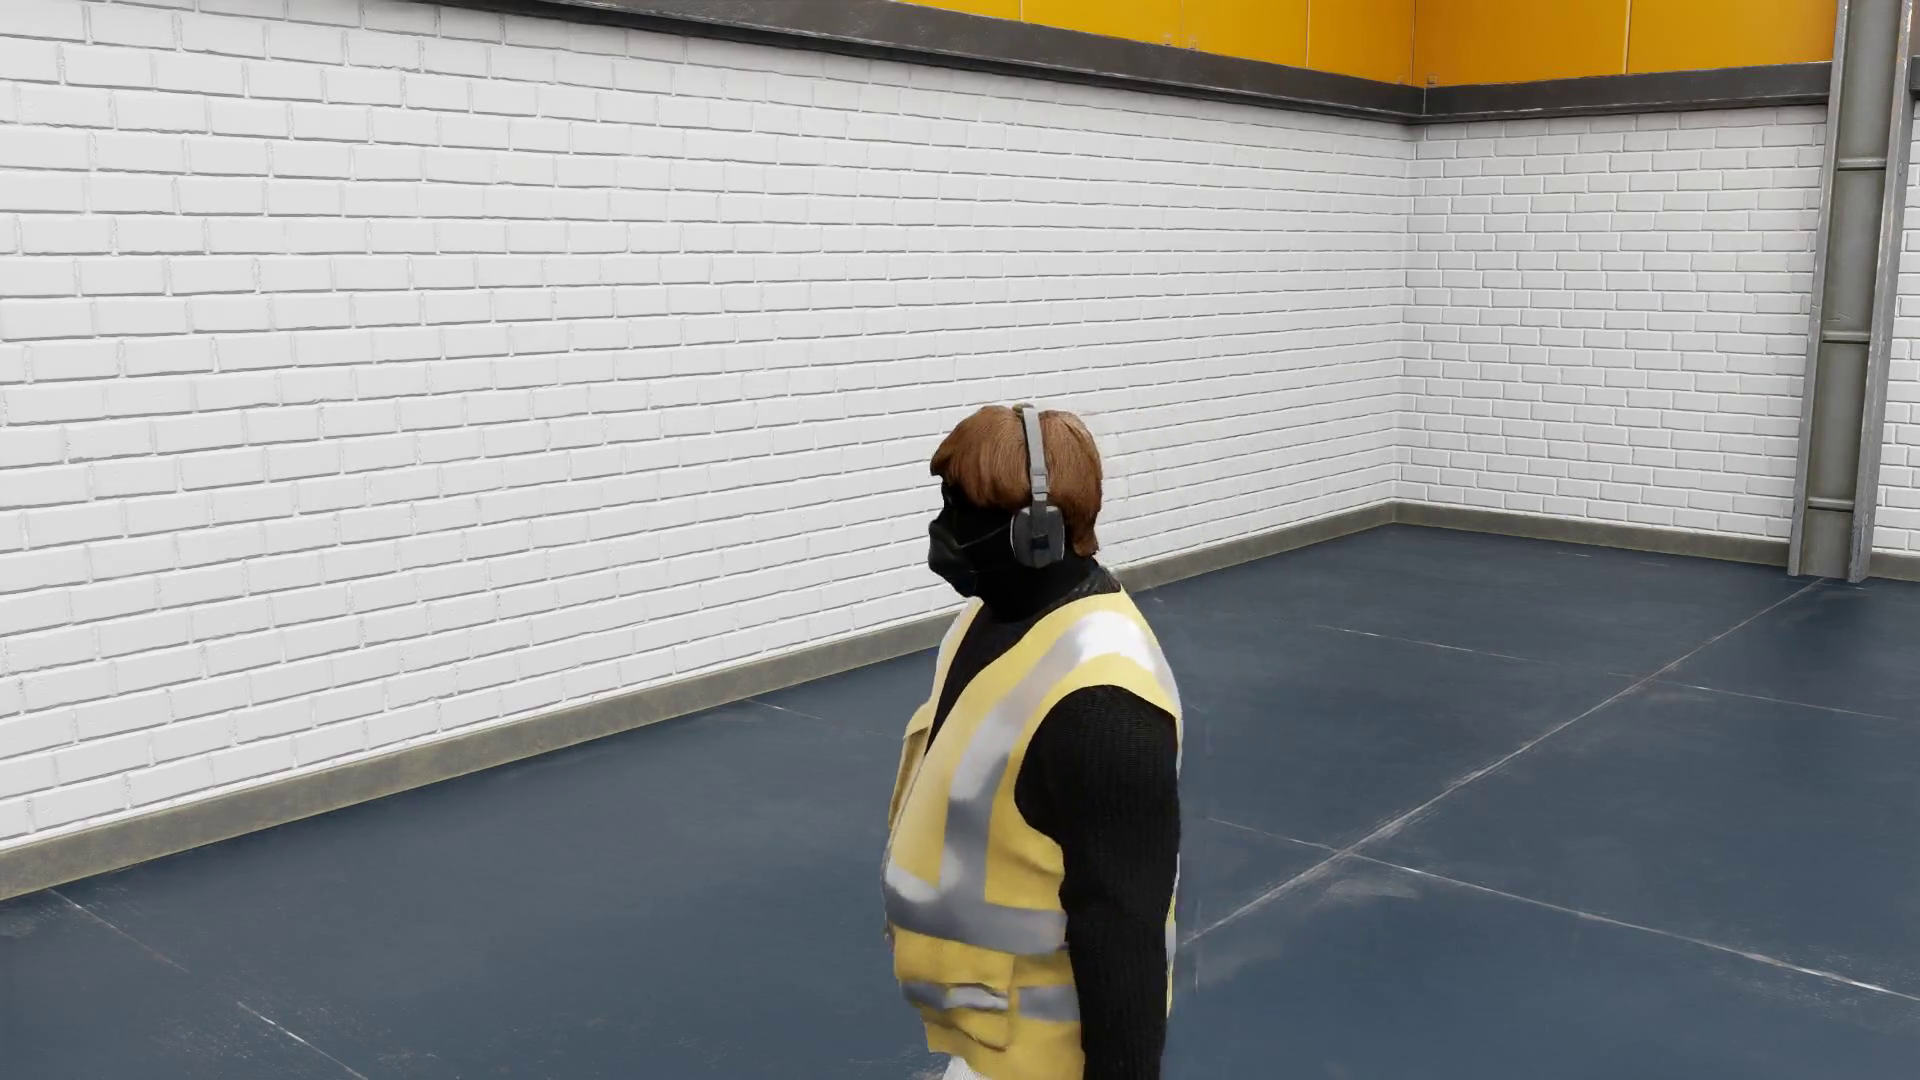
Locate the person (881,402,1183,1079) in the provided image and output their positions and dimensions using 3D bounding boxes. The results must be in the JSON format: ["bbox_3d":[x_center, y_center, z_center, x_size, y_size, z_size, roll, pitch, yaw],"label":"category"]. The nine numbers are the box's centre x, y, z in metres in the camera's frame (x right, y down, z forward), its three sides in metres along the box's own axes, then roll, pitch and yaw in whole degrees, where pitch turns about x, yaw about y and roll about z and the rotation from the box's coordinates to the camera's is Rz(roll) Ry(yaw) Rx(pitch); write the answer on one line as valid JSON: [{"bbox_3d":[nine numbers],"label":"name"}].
[{"bbox_3d":[0.178,0.691,2.498,0.781,1.816,0.628,-1,10,-7],"label":"person"}]
